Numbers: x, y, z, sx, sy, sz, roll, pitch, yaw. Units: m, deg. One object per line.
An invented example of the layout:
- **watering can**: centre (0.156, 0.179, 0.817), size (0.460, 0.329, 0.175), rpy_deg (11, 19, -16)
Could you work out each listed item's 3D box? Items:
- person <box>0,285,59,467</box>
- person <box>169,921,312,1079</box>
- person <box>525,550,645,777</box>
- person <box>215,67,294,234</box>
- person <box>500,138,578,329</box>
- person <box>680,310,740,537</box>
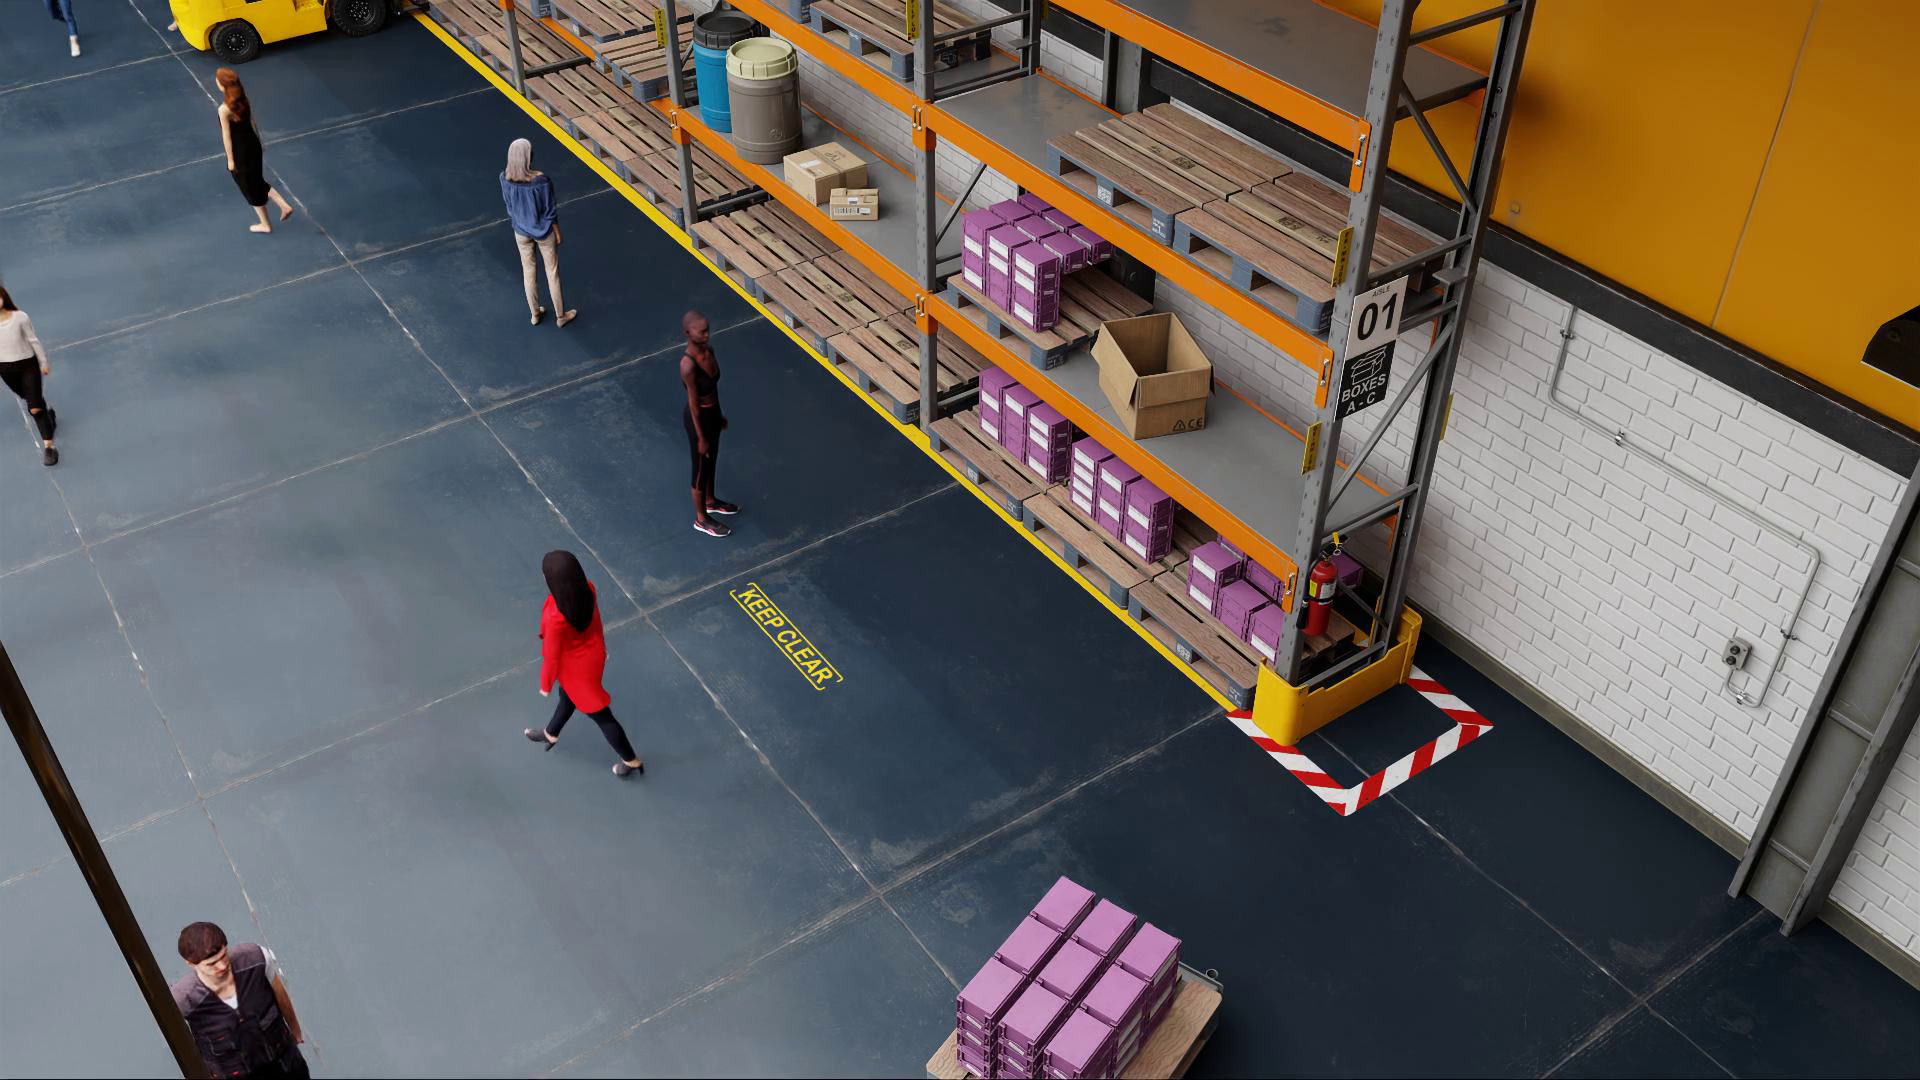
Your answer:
- **person**: centre (-7.180, -1.343, 12.692), size (0.743, 1.452, 1.052), rpy_deg (-11, 40, -13)
- **person**: centre (-3.368, 2.350, 7.764), size (1.003, 1.831, 0.775), rpy_deg (31, 48, 32)
- **person**: centre (-2.157, 0.798, 9.807), size (1.127, 1.706, 1.018), rpy_deg (10, 40, 12)
- **person**: centre (-6.514, -3.565, 15.342), size (0.847, 1.616, 0.786), rpy_deg (7, 39, 8)
- **person**: centre (-3.594, -2.596, 14.065), size (0.706, 1.697, 0.766), rpy_deg (6, 39, 8)
- **person**: centre (-1.835, -0.852, 11.829), size (0.726, 1.762, 0.666), rpy_deg (7, 39, 8)
